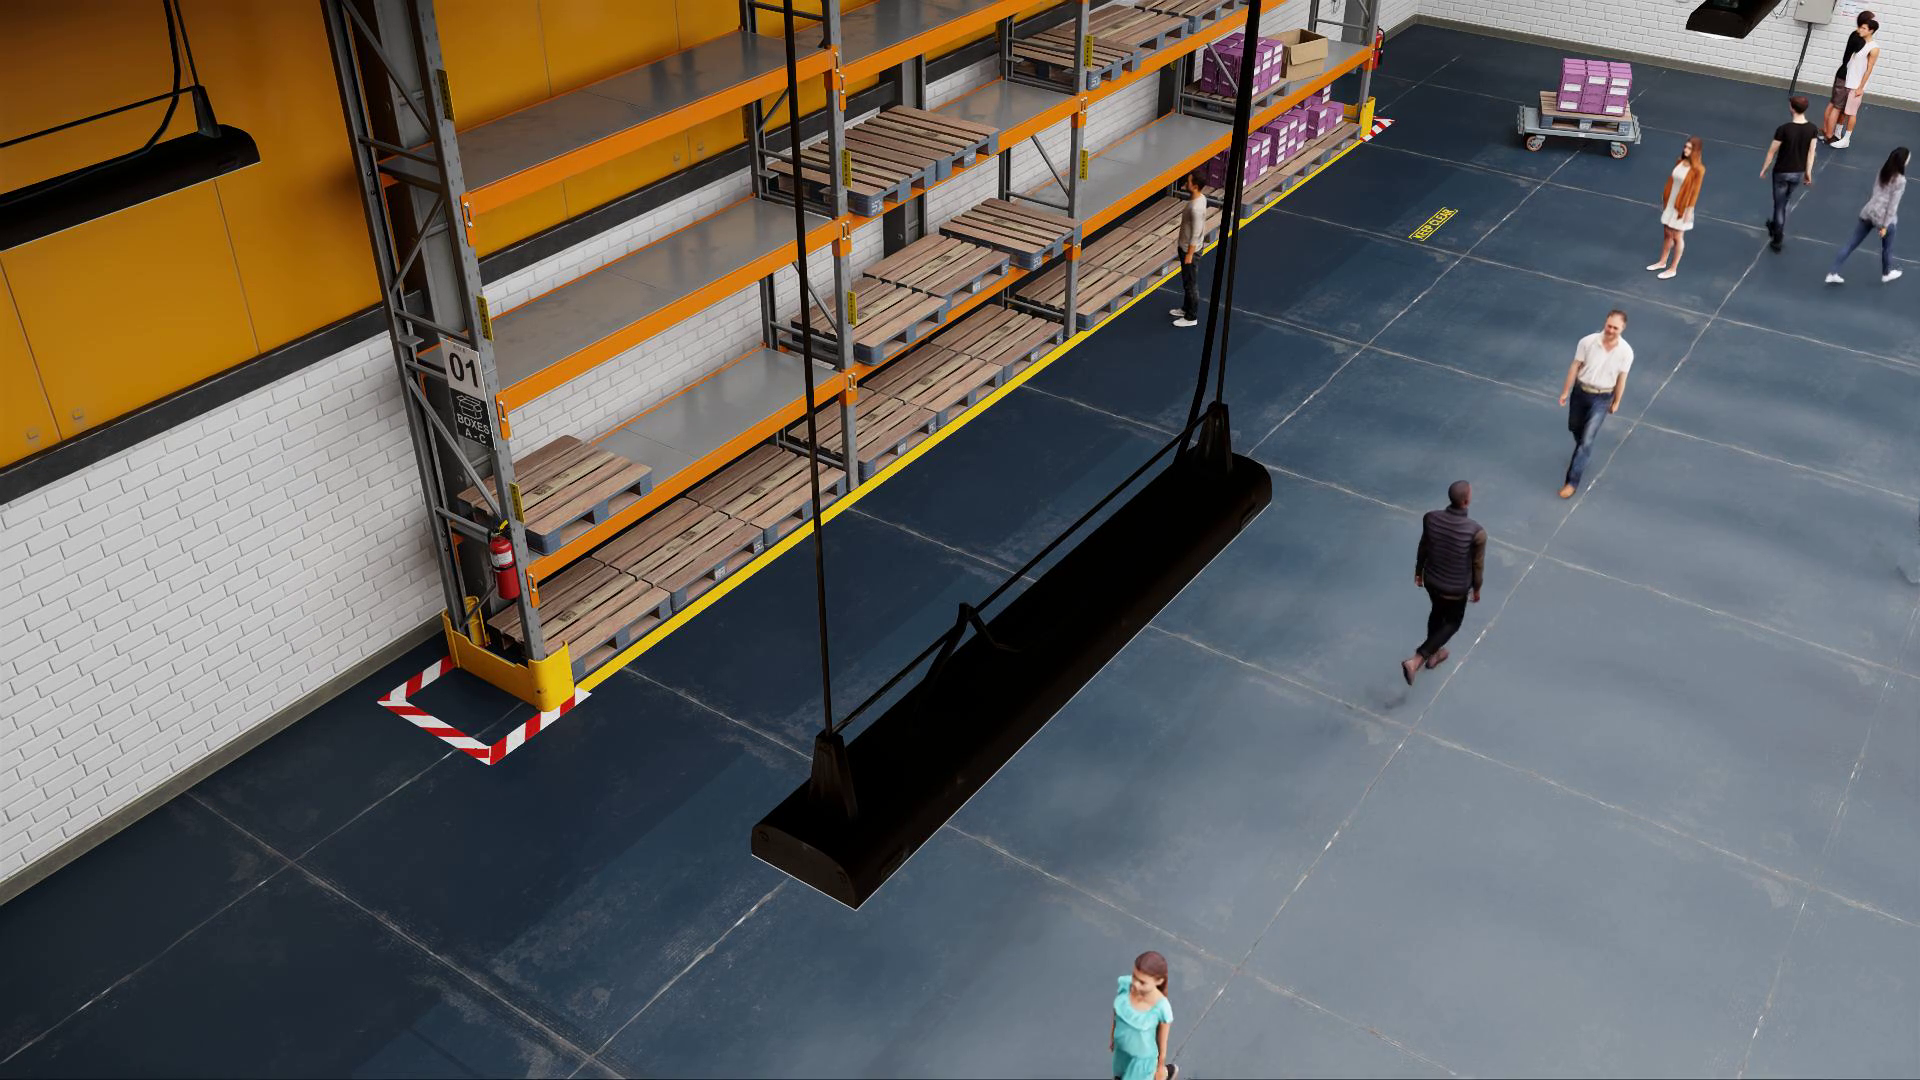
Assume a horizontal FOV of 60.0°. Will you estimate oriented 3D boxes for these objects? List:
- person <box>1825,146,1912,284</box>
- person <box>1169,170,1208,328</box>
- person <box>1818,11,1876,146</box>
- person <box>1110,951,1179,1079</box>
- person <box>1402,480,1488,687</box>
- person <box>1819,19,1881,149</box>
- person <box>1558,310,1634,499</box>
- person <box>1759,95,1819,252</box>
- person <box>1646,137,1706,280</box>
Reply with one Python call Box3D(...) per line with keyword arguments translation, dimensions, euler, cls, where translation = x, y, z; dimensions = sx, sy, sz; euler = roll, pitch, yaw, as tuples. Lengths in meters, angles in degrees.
Box3D(translation=(10.657, -3.740, 19.477), dimensions=(1.253, 1.677, 1.122), euler=(-9, 35, -13), cls="person")
Box3D(translation=(2.608, -3.283, 18.666), dimensions=(0.795, 1.812, 0.674), euler=(2, 34, 3), cls="person")
Box3D(translation=(12.563, -6.569, 23.566), dimensions=(0.806, 1.861, 0.657), euler=(8, 34, 12), cls="person")
Box3D(translation=(1.067, 2.904, 9.598), dimensions=(0.962, 1.546, 0.711), euler=(-25, 41, -32), cls="person")
Box3D(translation=(3.804, 0.375, 13.161), dimensions=(1.071, 1.813, 0.838), euler=(-27, 42, -35), cls="person")
Box3D(translation=(12.621, -6.436, 23.433), dimensions=(0.792, 1.787, 0.711), euler=(-3, 34, -4), cls="person")
Box3D(translation=(6.025, -1.384, 15.801), dimensions=(0.772, 1.822, 1.220), euler=(26, 42, 33), cls="person")
Box3D(translation=(10.176, -4.450, 20.376), dimensions=(1.018, 1.863, 1.161), euler=(3, 34, 4), cls="person")
Box3D(translation=(8.582, -3.986, 19.805), dimensions=(0.749, 1.722, 0.710), euler=(-11, 35, -15), cls="person")
